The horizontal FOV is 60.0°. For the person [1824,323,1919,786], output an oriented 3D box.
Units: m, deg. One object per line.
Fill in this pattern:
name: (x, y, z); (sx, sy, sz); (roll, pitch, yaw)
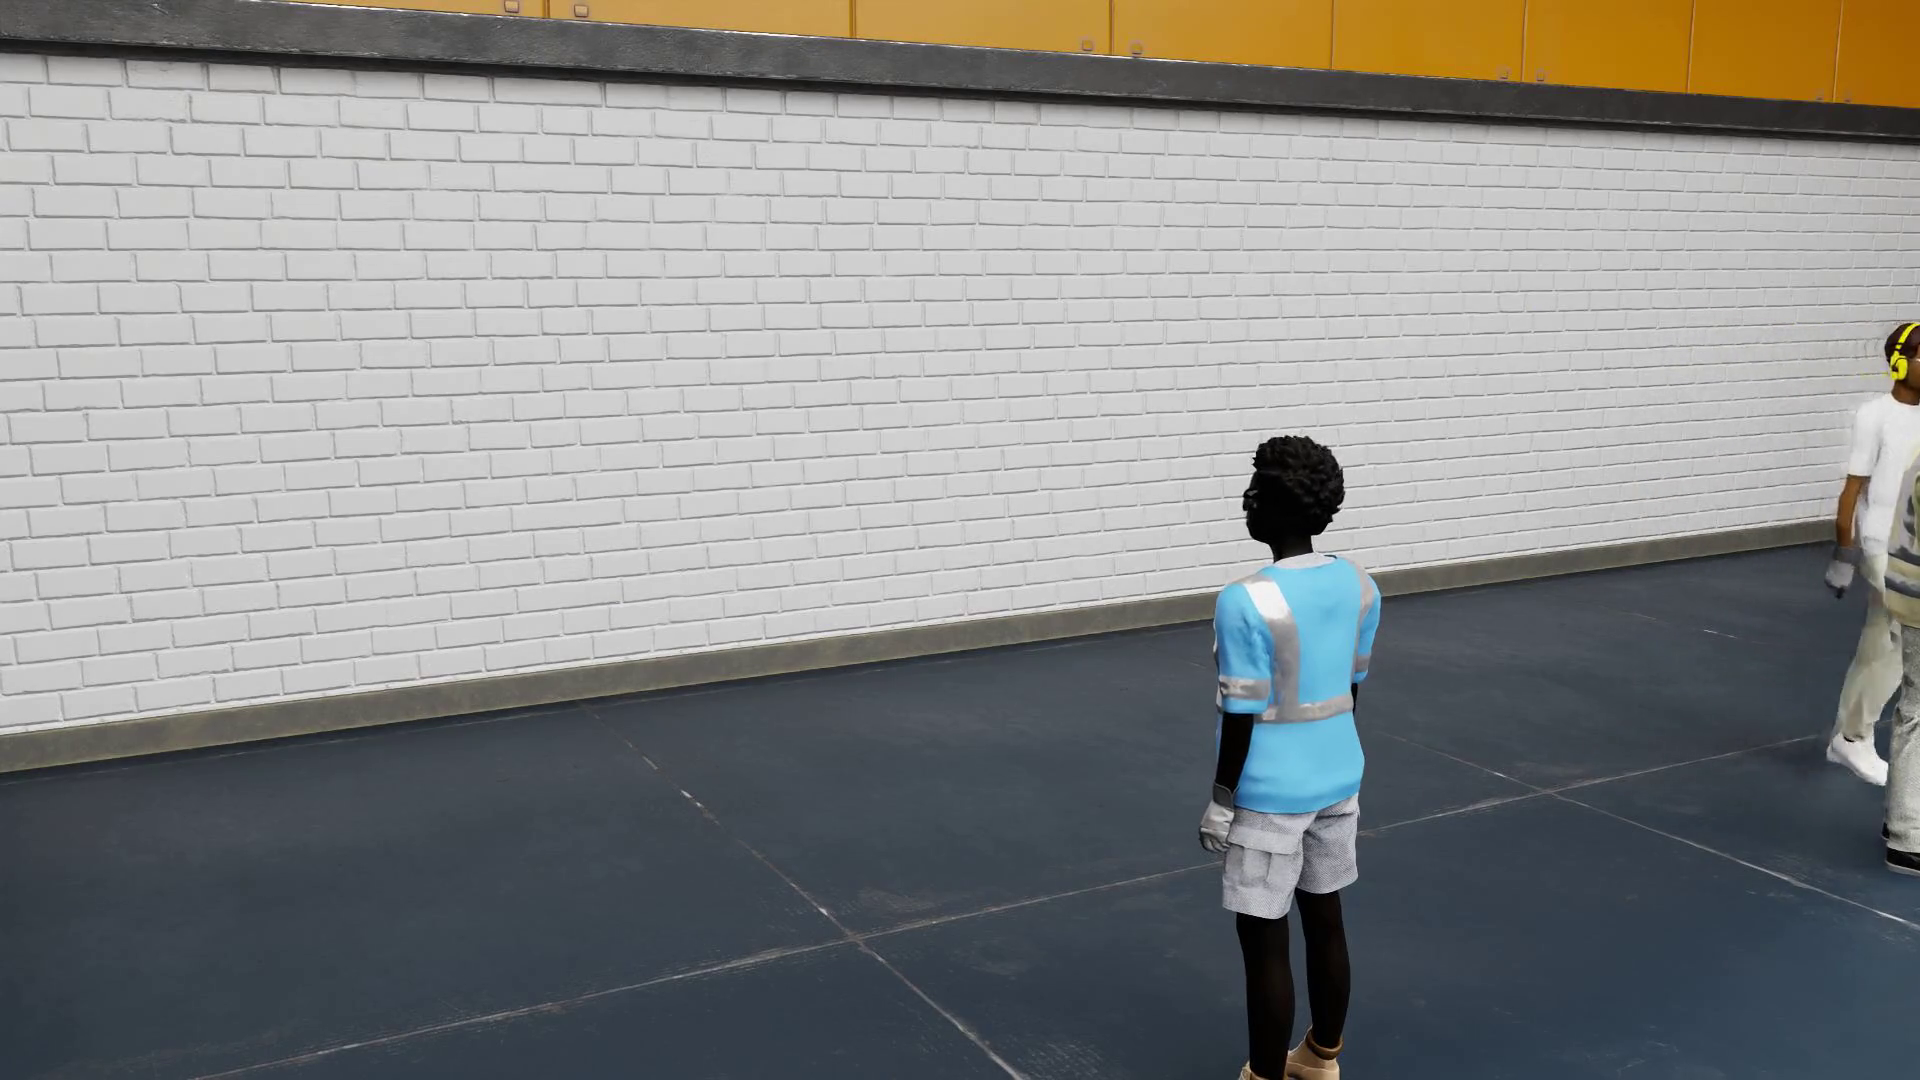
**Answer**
person: (3.765, 0.060, 6.659); (0.513, 1.853, 0.510); (-7, 12, -37)

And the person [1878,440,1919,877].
person: (3.369, 0.244, 5.663); (0.403, 1.828, 0.588); (6, 11, 30)

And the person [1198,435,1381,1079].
person: (0.782, 0.593, 4.009); (0.535, 1.700, 0.318); (-9, 13, -42)
